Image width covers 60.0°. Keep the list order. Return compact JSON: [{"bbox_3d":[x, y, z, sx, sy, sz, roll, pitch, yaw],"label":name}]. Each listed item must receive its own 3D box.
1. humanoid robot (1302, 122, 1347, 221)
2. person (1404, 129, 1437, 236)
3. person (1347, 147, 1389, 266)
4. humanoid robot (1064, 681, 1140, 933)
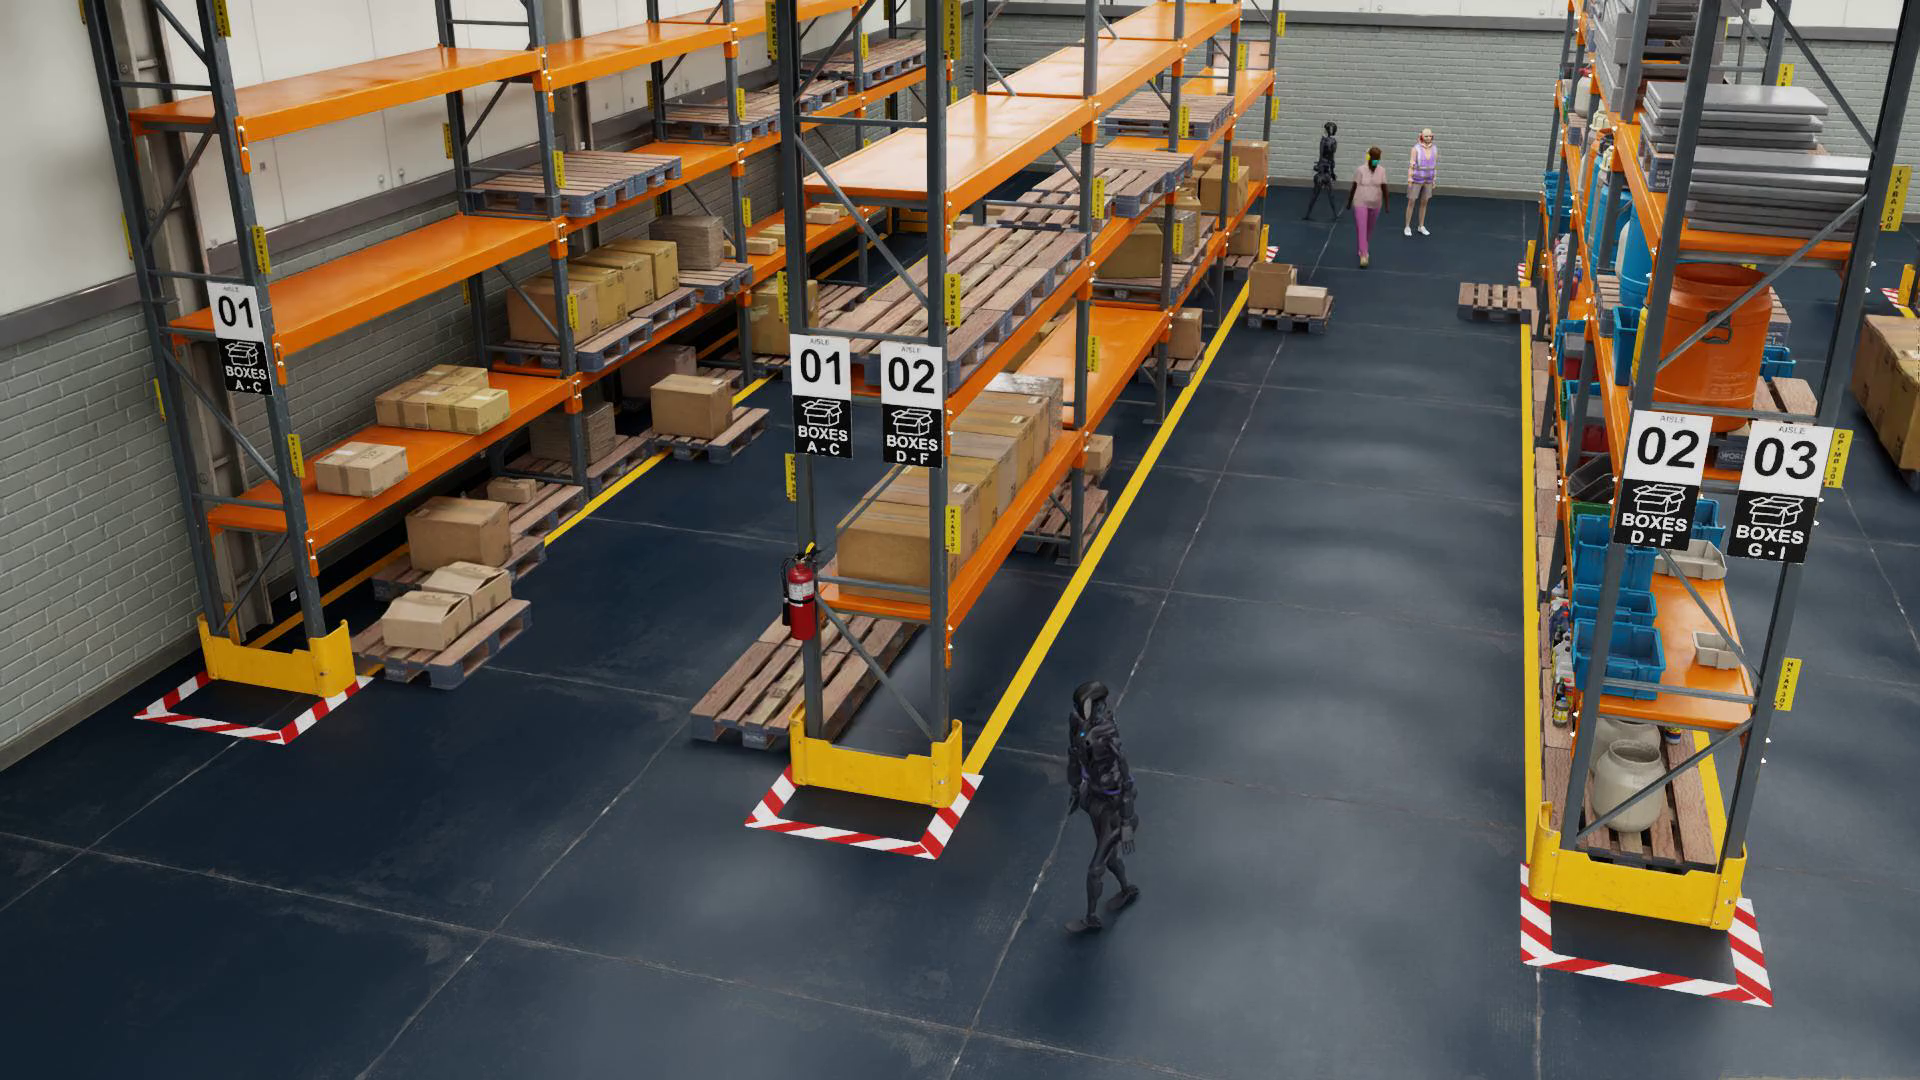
[{"bbox_3d":[6.080,-6.088,27.543,0.717,1.627,0.586,15,27,31],"label":"humanoid robot"},{"bbox_3d":[7.402,-5.745,26.693,0.481,1.694,0.347,-5,24,-11],"label":"person"},{"bbox_3d":[6.133,-5.008,24.929,0.569,1.728,1.020,-1,23,-3],"label":"person"},{"bbox_3d":[0.873,1.551,9.815,0.634,1.632,0.603,-14,27,-30],"label":"humanoid robot"}]
